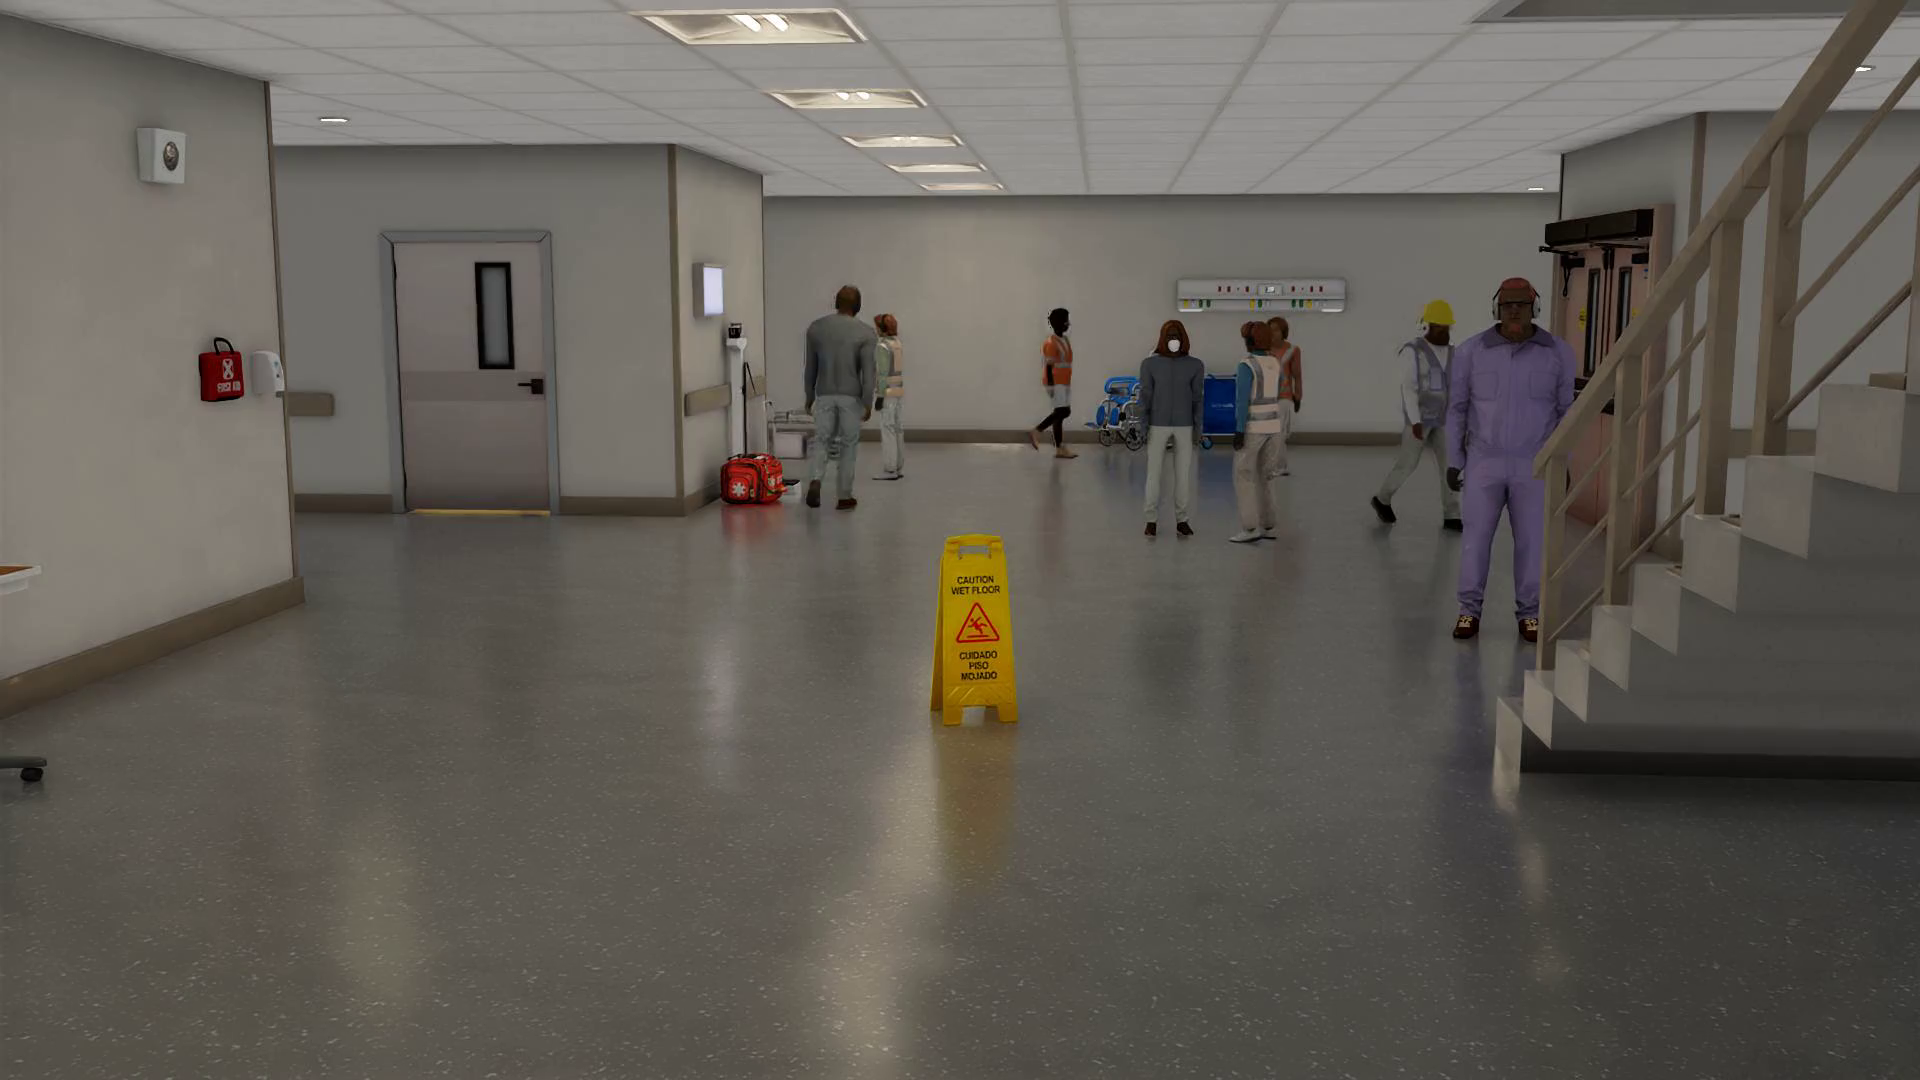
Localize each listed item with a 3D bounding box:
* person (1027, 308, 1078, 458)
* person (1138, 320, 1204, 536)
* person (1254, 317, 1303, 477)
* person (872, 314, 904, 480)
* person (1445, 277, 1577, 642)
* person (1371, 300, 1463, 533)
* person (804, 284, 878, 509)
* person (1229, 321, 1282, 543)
[{"bbox_3d":[1.039,-1.753,18.575,0.564,1.681,0.545,3,9,22],"label":"person"},{"bbox_3d":[1.596,-0.842,12.569,0.500,1.633,0.282,-1,8,-4],"label":"person"},{"bbox_3d":[3.064,-1.386,16.393,0.520,1.597,0.854,8,11,43],"label":"person"},{"bbox_3d":[-0.705,-1.409,16.411,0.310,1.636,0.522,3,9,17],"label":"person"},{"bbox_3d":[2.884,-0.416,8.747,0.650,1.907,0.409,2,9,15],"label":"person"},{"bbox_3d":[3.606,-0.976,12.967,0.581,1.794,0.875,-4,9,-25],"label":"person"},{"bbox_3d":[-1.026,-1.190,14.013,0.652,1.911,0.617,2,9,16],"label":"person"},{"bbox_3d":[2.193,-0.791,12.246,0.314,1.626,0.528,7,11,41],"label":"person"}]
